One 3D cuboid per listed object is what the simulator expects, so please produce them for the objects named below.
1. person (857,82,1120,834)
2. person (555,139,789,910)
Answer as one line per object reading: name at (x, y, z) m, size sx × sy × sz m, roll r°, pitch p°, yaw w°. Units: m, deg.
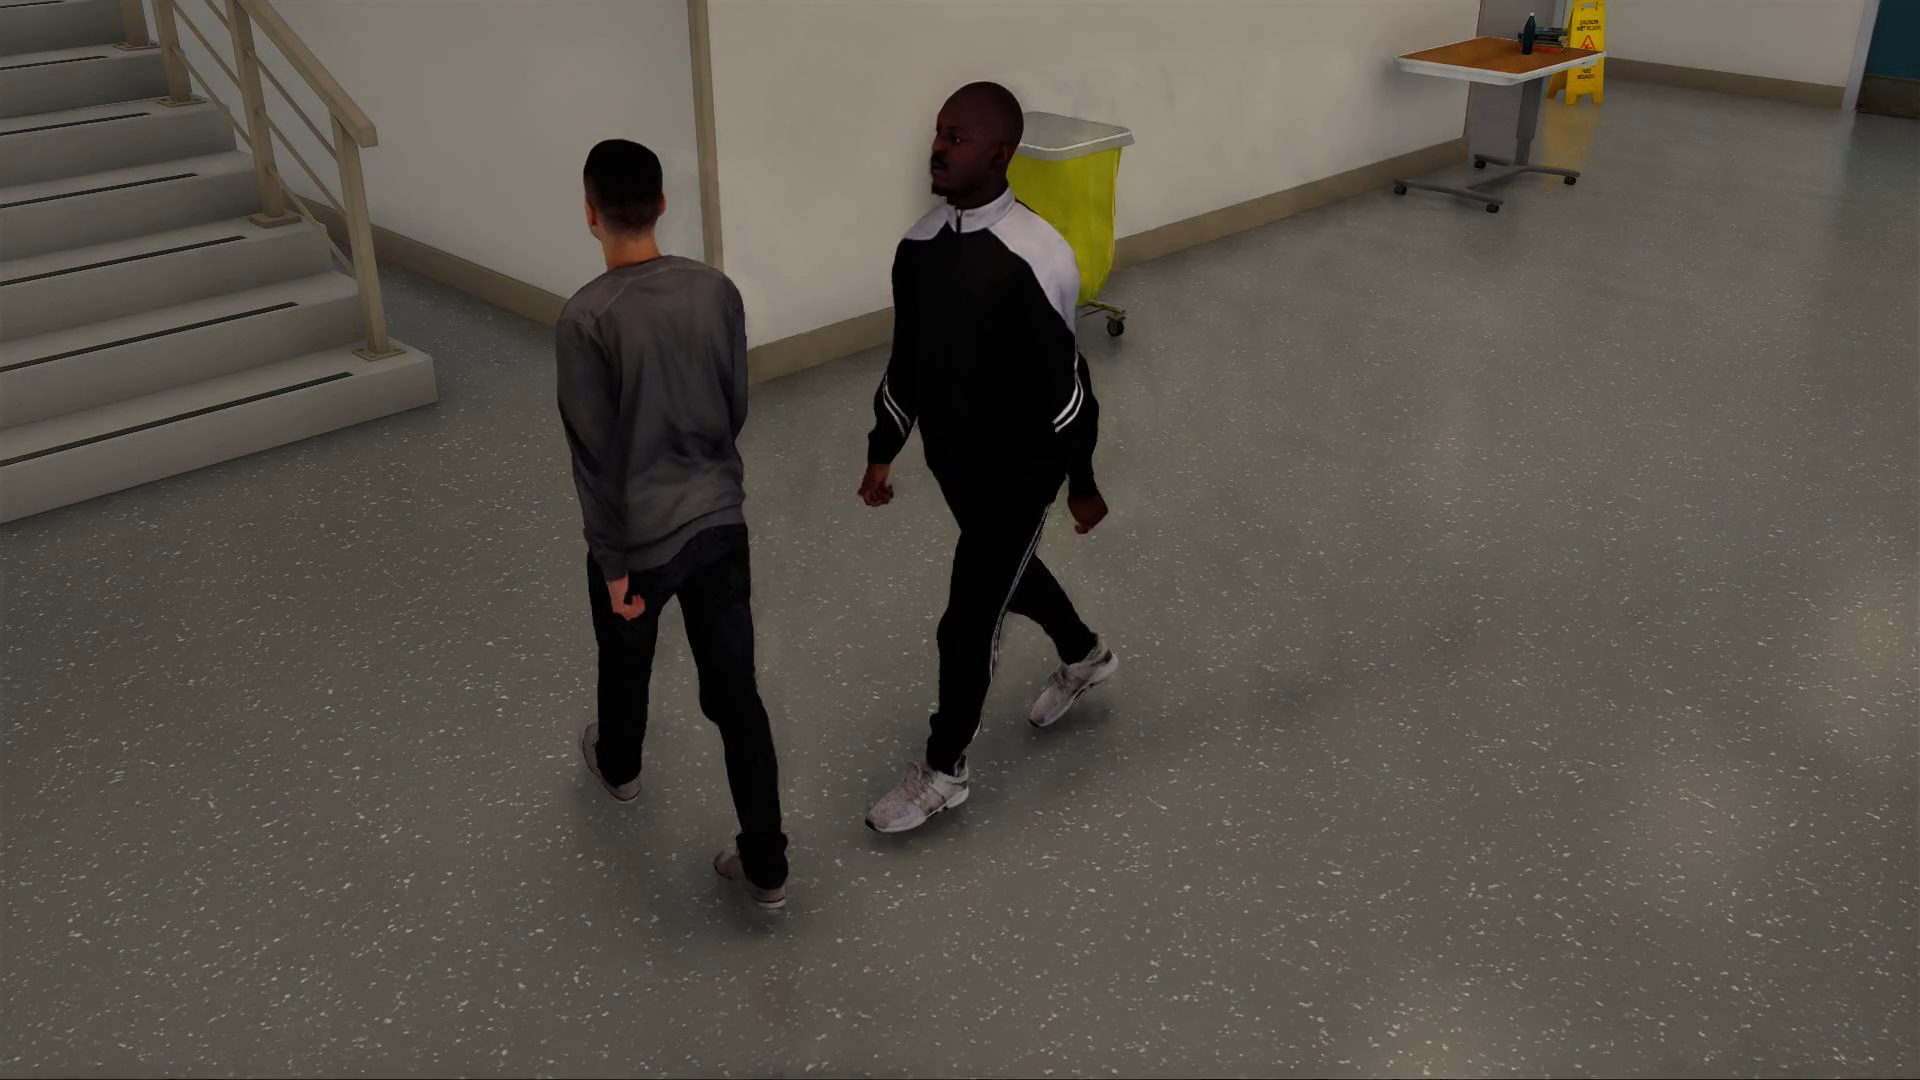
person at (0.161, -0.221, 4.125) m, size 0.835 × 1.799 × 1.141 m, roll -18°, pitch 31°, yaw -33°
person at (-0.604, 0.033, 3.690) m, size 0.784 × 1.719 × 1.167 m, roll -16°, pitch 30°, yaw -29°
